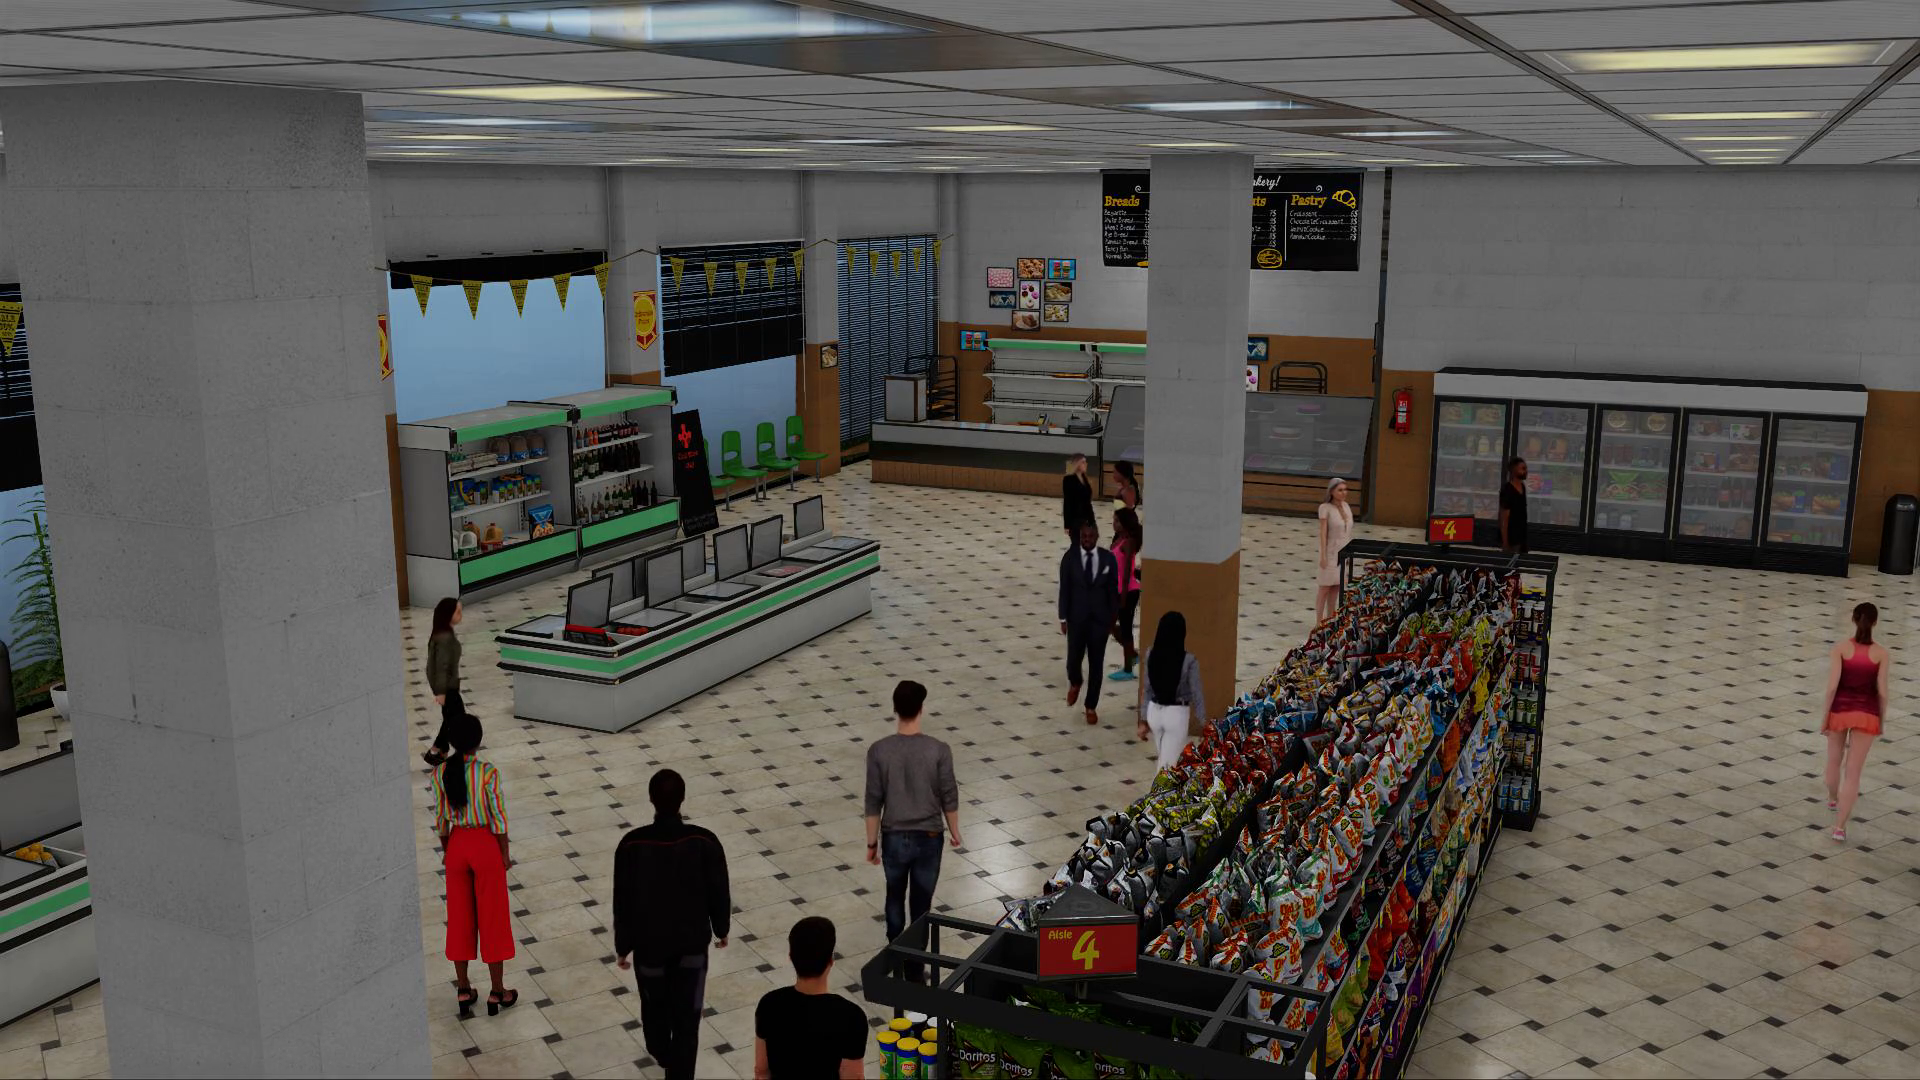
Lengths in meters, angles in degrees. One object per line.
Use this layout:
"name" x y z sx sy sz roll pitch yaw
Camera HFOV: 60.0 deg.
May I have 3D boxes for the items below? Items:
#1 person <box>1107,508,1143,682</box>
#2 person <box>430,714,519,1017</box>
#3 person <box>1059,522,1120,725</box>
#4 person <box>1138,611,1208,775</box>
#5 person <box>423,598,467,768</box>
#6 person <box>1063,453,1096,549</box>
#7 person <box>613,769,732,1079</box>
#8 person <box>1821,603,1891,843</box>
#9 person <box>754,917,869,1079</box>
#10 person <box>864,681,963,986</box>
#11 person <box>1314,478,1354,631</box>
"person" 1.677 0.526 16.083 0.782 1.715 0.715 -1 12 -6
"person" -2.793 1.859 9.566 0.652 1.794 0.628 1 12 7
"person" 1.161 0.709 14.987 0.864 1.808 0.958 1 12 3
"person" 1.464 1.387 12.063 0.804 1.687 1.138 10 15 38
"person" -4.241 1.199 13.502 0.794 1.462 0.708 -2 12 -11
"person" 1.293 -0.196 19.598 0.716 1.679 0.527 7 14 32
"person" -1.470 2.096 8.418 1.060 1.802 1.216 -1 12 -5
"person" 6.513 1.352 12.170 0.649 1.712 1.133 7 14 30
"person" -0.641 2.456 6.655 0.833 1.824 1.281 3 12 13
"person" -0.290 1.792 9.673 0.840 1.880 0.982 2 12 9
"person" 3.945 0.191 17.624 0.646 1.735 0.749 -9 15 -35
